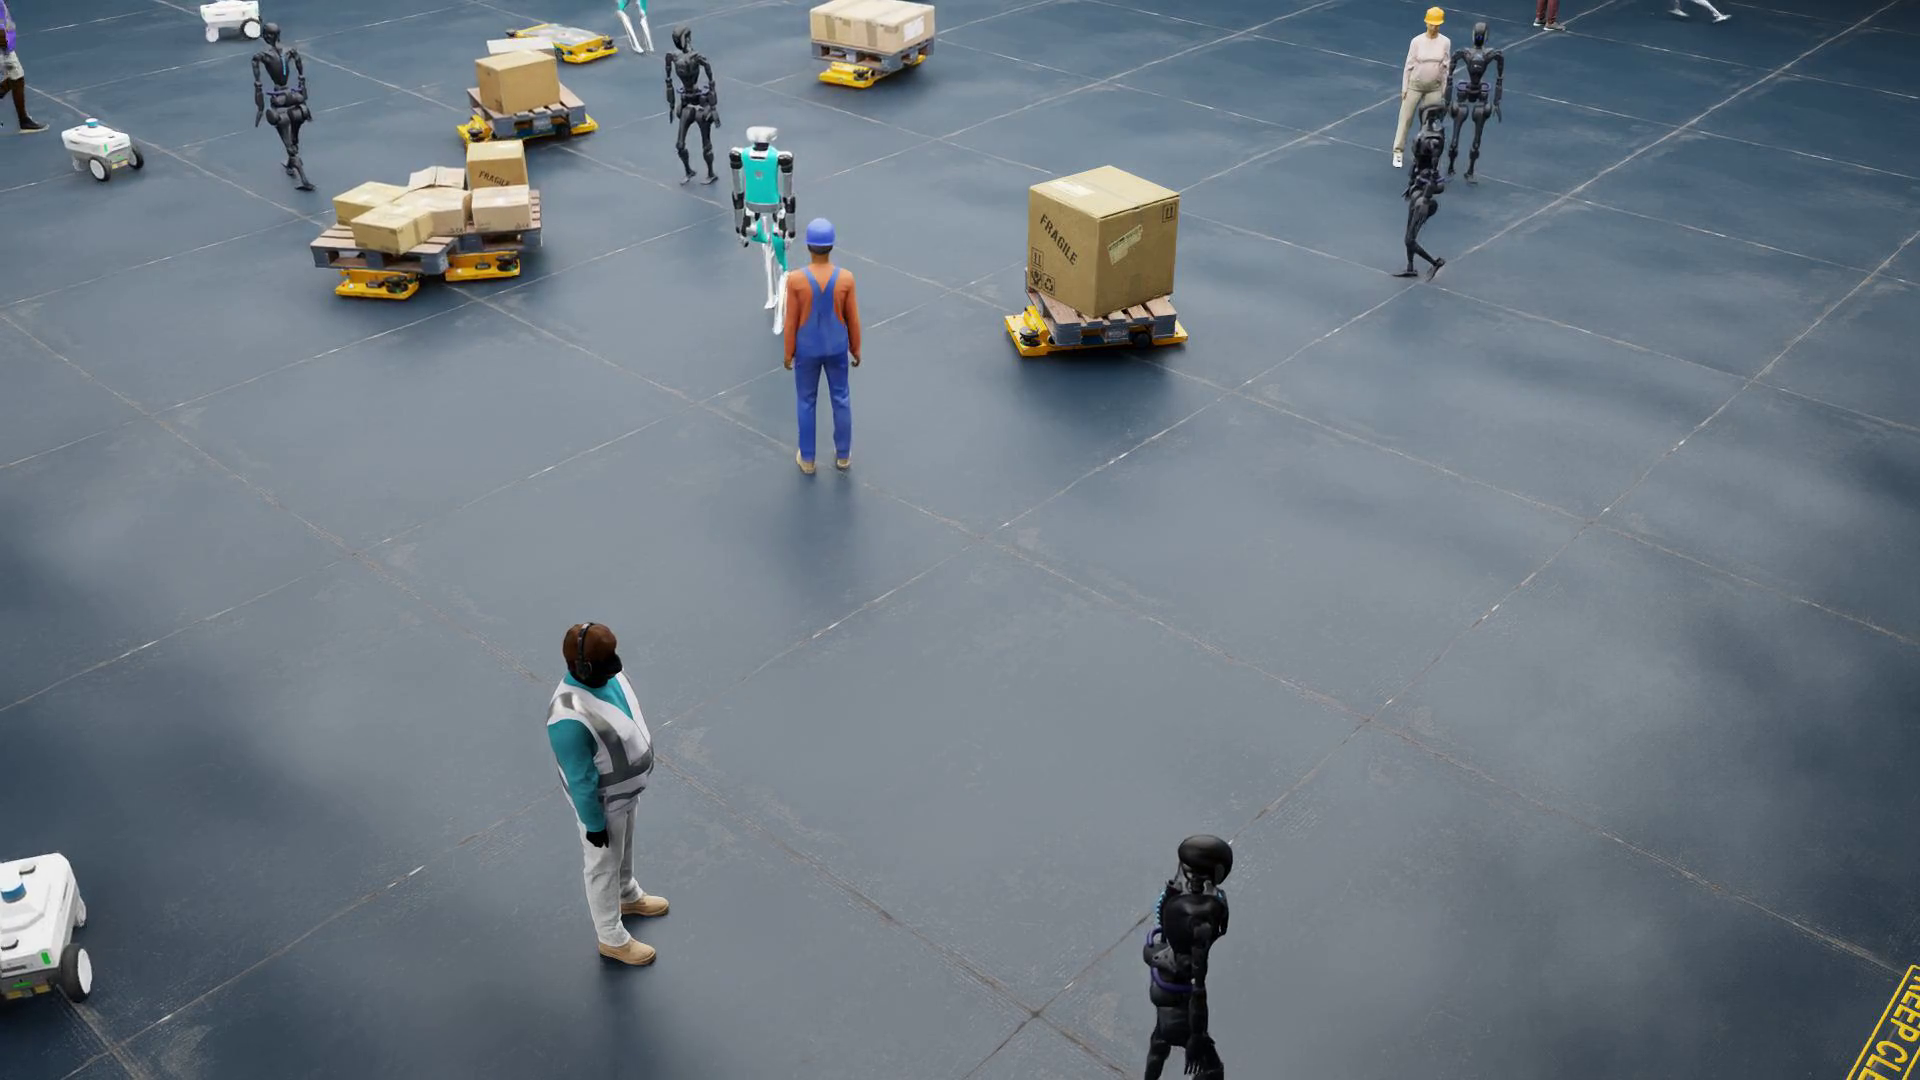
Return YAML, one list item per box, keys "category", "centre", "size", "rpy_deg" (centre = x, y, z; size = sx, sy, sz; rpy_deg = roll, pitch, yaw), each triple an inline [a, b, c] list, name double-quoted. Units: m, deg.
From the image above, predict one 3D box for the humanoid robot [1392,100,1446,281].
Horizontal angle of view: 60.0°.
- category: "humanoid robot"
  centre: [4.183, -3.116, 14.837]
  size: [0.426, 1.641, 0.612]
  rpy_deg: [-1, 32, -1]

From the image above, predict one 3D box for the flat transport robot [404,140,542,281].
- category: "flat transport robot"
  centre: [-4.533, -2.796, 15.656]
  size: [0.659, 0.231, 1.431]
  rpy_deg: [-6, 32, -10]

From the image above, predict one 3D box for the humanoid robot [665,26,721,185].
- category: "humanoid robot"
  centre: [-2.704, -4.420, 16.944]
  size: [0.609, 1.641, 0.443]
  rpy_deg: [12, 34, 19]

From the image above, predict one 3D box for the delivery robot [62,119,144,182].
- category: "delivery robot"
  centre: [-9.062, -4.133, 17.537]
  size: [0.765, 0.594, 0.513]
  rpy_deg: [15, 35, 23]

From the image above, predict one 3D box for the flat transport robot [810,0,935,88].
- category: "flat transport robot"
  centre: [-1.089, -5.938, 20.716]
  size: [0.659, 0.231, 1.431]
  rpy_deg: [17, 36, 26]

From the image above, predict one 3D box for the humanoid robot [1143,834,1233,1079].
- category: "humanoid robot"
  centre: [0.913, 1.832, 6.877]
  size: [0.377, 1.646, 0.615]
  rpy_deg: [-1, 32, -2]

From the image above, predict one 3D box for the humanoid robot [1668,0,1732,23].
- category: "humanoid robot"
  centre: [10.027, -7.830, 22.393]
  size: [1.037, 1.740, 0.555]
  rpy_deg: [25, 40, 35]

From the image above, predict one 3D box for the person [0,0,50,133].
- category: "person"
  centre: [-10.606, -5.431, 18.313]
  size: [0.612, 1.936, 0.646]
  rpy_deg: [-23, 38, -32]

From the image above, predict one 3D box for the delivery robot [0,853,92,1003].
- category: "delivery robot"
  centre: [-4.424, 1.849, 7.898]
  size: [0.499, 0.587, 0.774]
  rpy_deg: [-9, 33, -15]

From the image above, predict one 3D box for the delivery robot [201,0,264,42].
- category: "delivery robot"
  centre: [-9.629, -6.921, 22.046]
  size: [0.818, 0.614, 0.499]
  rpy_deg: [-11, 33, -17]

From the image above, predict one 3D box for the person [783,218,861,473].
- category: "person"
  centre: [-0.985, -1.363, 11.807]
  size: [0.554, 1.903, 0.379]
  rpy_deg: [-7, 32, -10]

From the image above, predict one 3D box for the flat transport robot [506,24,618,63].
- category: "flat transport robot"
  centre: [-5.171, -6.435, 21.517]
  size: [1.431, 0.231, 0.659]
  rpy_deg: [21, 38, 30]

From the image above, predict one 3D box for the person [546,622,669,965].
- category: "person"
  centre: [-1.634, 1.162, 7.793]
  size: [0.429, 1.844, 0.621]
  rpy_deg: [3, 32, 4]

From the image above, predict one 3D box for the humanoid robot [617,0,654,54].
- category: "humanoid robot"
  centre: [-4.176, -7.038, 21.152]
  size: [0.538, 1.862, 0.667]
  rpy_deg: [-21, 38, -30]

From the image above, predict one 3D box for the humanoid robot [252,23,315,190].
- category: "humanoid robot"
  centre: [-6.947, -4.446, 17.010]
  size: [0.775, 1.624, 0.620]
  rpy_deg: [25, 40, 34]

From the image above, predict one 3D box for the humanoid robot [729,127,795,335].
- category: "humanoid robot"
  centre: [-1.606, -2.676, 14.073]
  size: [0.545, 1.768, 0.919]
  rpy_deg: [4, 32, 7]

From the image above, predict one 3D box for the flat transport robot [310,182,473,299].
- category: "flat transport robot"
  centre: [-5.123, -2.585, 15.317]
  size: [0.659, 0.231, 1.431]
  rpy_deg: [5, 32, 7]

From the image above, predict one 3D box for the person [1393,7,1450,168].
- category: "person"
  centre: [4.864, -4.731, 17.429]
  size: [0.461, 1.688, 0.341]
  rpy_deg: [2, 32, 3]

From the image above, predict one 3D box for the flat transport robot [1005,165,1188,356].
- category: "flat transport robot"
  centre: [1.146, -1.836, 14.111]
  size: [1.431, 0.231, 0.659]
  rpy_deg: [-6, 32, -9]

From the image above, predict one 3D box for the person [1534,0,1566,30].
- category: "person"
  centre: [7.973, -7.741, 22.155]
  size: [0.370, 1.813, 0.539]
  rpy_deg: [-8, 33, -13]

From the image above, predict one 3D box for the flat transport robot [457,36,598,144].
- category: "flat transport robot"
  centre: [-4.865, -4.674, 18.681]
  size: [1.431, 0.231, 0.659]
  rpy_deg: [-16, 35, -24]

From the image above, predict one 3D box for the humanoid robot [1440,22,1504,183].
- category: "humanoid robot"
  centre: [5.258, -4.476, 17.032]
  size: [0.615, 1.646, 0.334]
  rpy_deg: [6, 32, 10]
